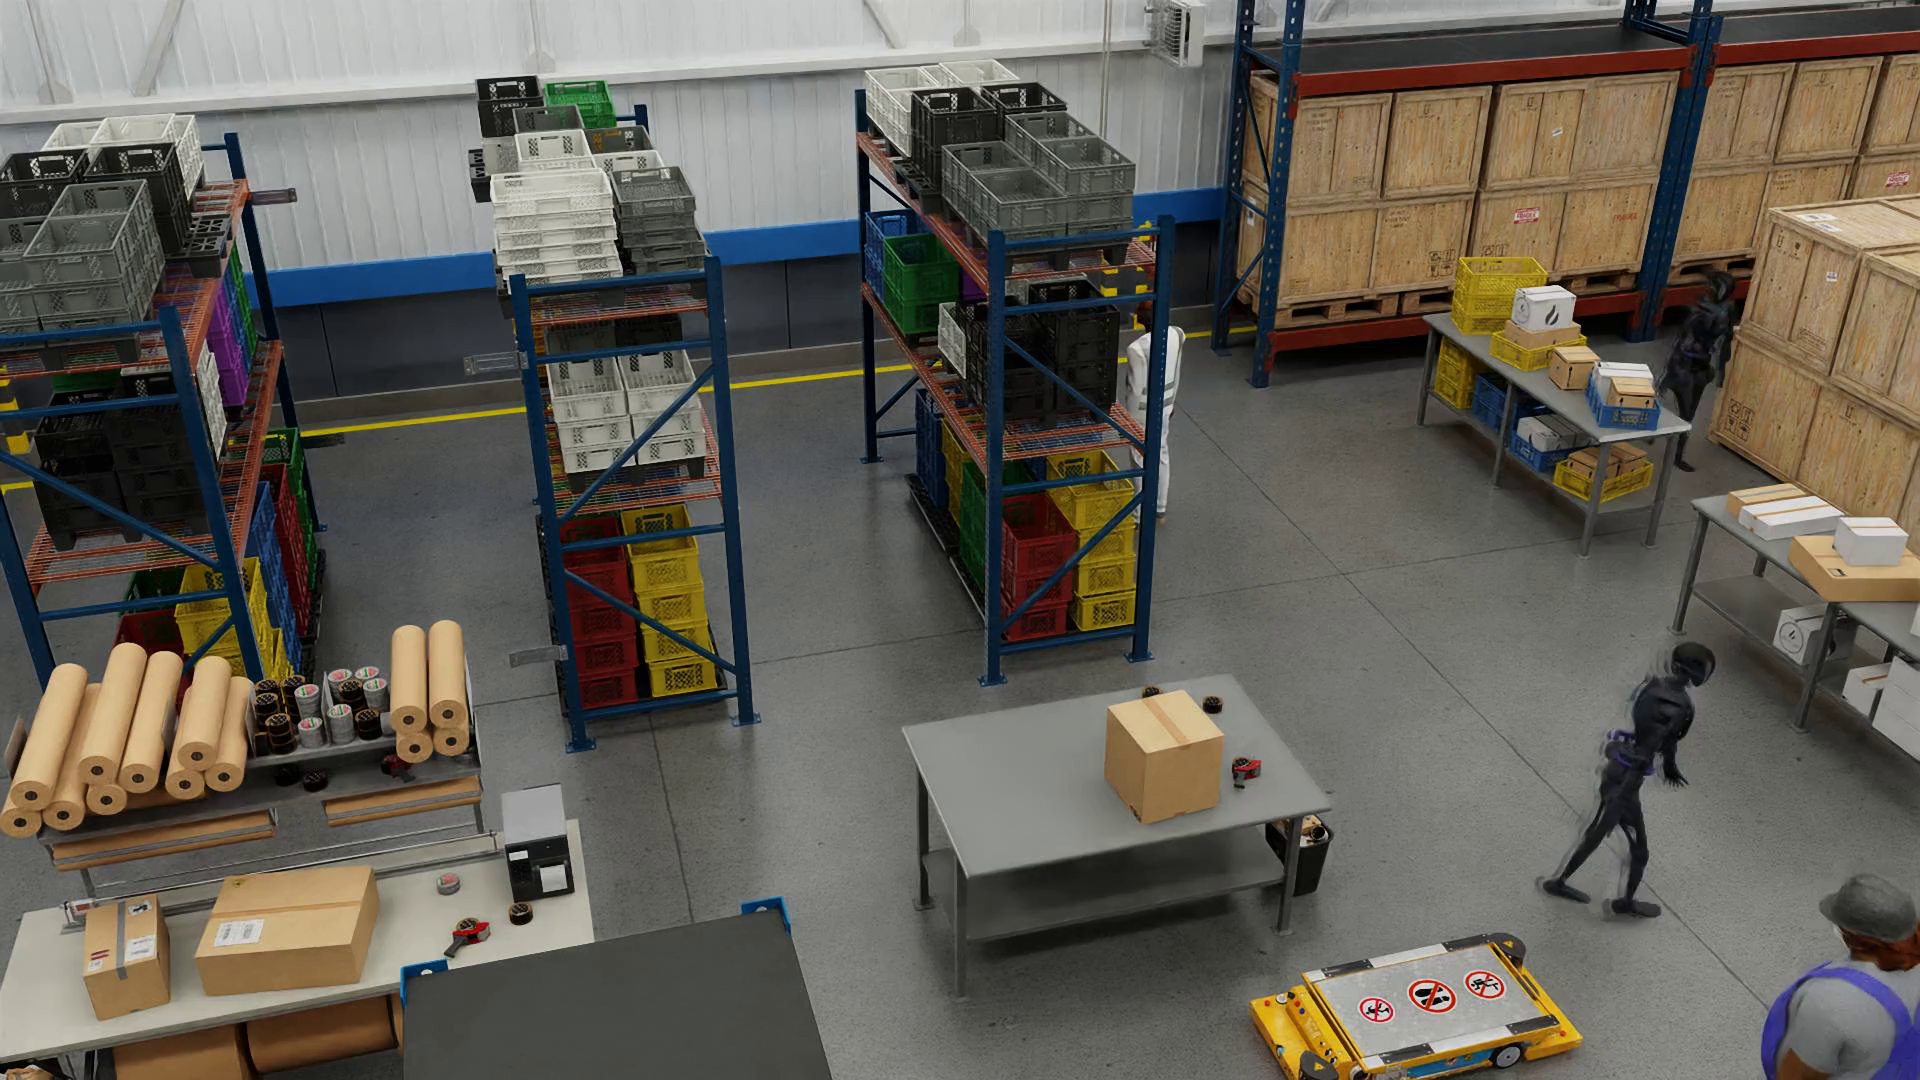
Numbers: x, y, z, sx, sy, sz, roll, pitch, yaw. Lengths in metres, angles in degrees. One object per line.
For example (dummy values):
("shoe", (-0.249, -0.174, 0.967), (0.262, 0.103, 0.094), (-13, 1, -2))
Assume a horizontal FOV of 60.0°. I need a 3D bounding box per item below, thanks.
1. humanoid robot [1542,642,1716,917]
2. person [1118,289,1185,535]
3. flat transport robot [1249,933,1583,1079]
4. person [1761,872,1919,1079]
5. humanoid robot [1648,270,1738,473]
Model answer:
("humanoid robot", (3.439, 1.224, 8.516), (0.680, 1.612, 0.588), (9, 30, 16))
("person", (1.378, -0.938, 12.191), (0.348, 1.883, 0.582), (25, 37, 37))
("flat transport robot", (2.184, 2.282, 7.980), (1.431, 0.197, 0.652), (-8, 30, -14))
("person", (3.394, 2.103, 6.498), (0.738, 2.000, 0.541), (-11, 31, -19))
("humanoid robot", (5.817, -1.410, 13.284), (0.608, 1.623, 0.619), (-14, 32, -23))
